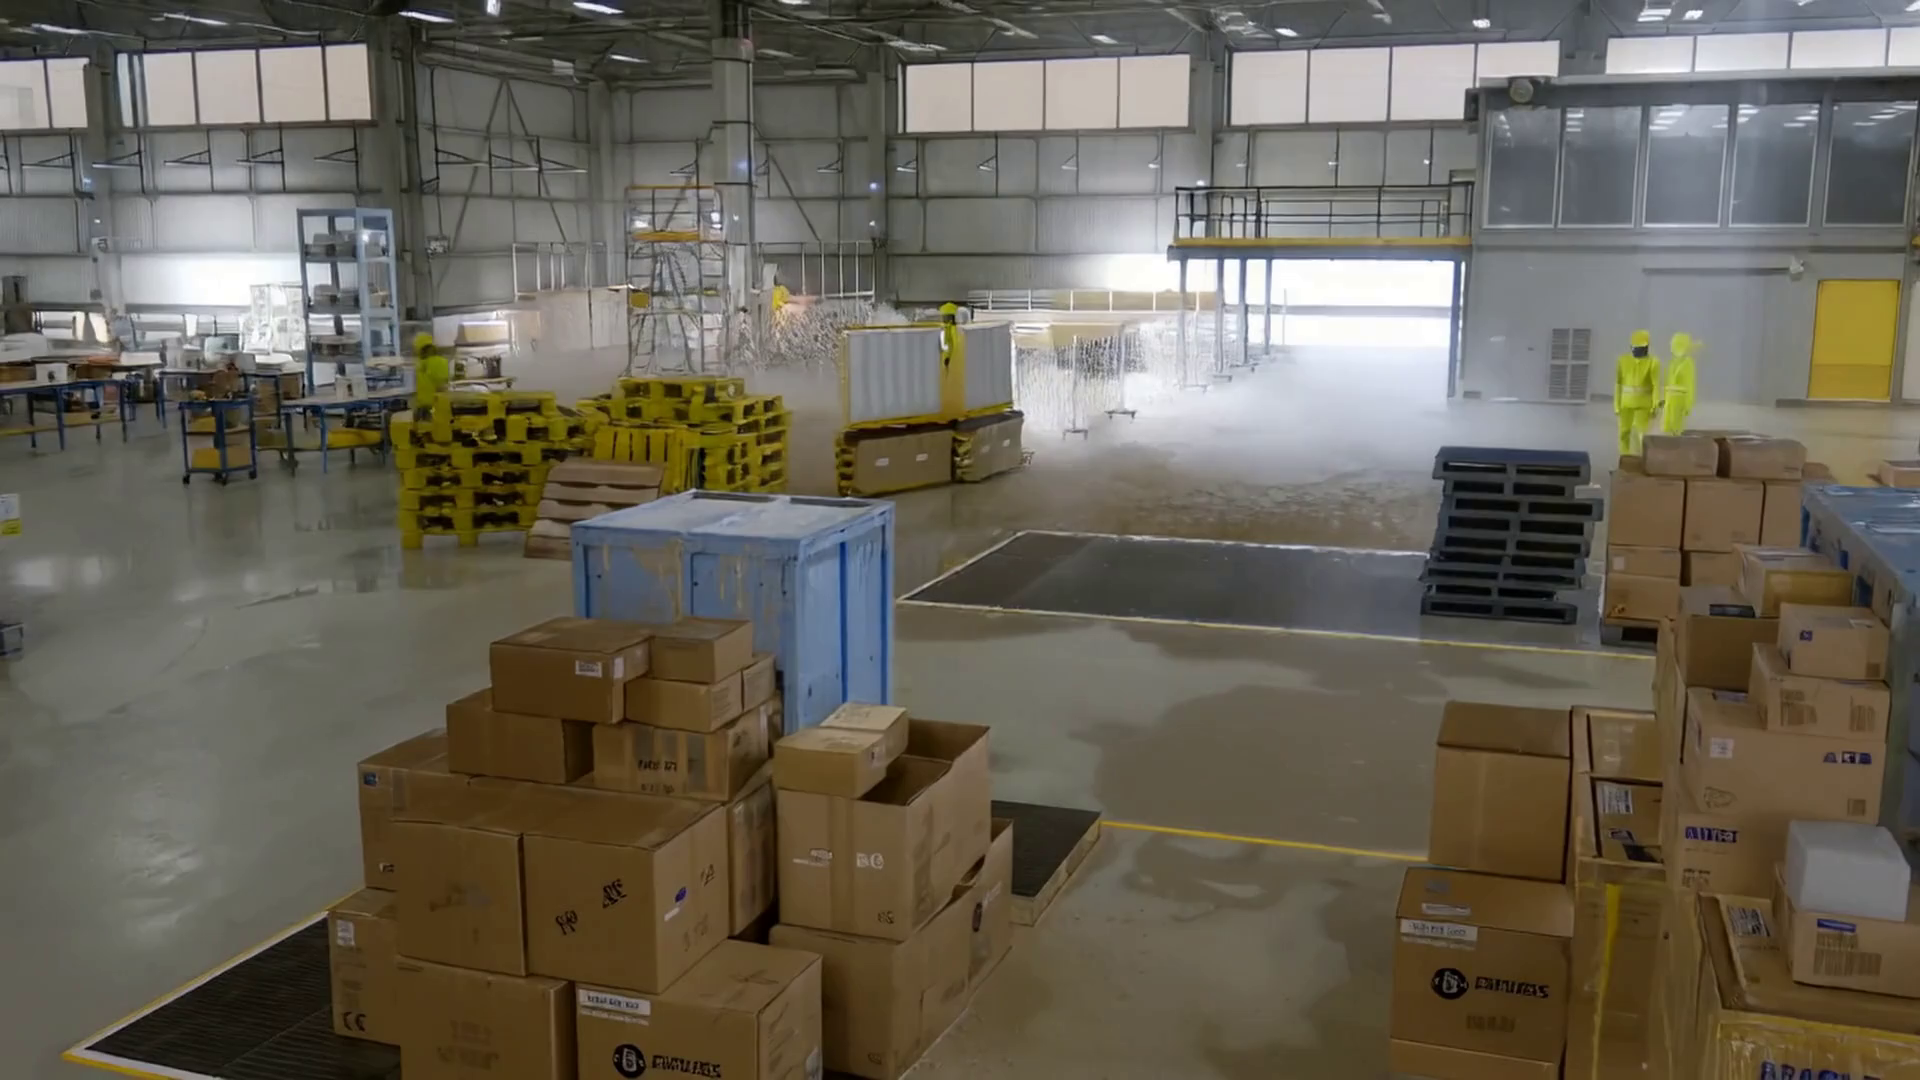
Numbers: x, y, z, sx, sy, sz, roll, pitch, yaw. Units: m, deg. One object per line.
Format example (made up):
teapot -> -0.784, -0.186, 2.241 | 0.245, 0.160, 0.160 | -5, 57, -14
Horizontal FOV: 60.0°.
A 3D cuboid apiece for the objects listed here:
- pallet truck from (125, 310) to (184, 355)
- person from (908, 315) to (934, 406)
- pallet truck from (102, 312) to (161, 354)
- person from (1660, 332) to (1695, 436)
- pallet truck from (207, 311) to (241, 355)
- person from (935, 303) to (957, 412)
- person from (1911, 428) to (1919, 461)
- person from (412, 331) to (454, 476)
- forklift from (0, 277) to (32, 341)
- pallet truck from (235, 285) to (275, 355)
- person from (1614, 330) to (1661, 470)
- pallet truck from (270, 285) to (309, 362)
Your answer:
pallet truck -> -22.038, -5.665, 45.457 | 0.704, 1.261, 1.522 | 3, 11, 17
person -> -0.724, -3.401, 31.539 | 0.509, 1.692, 0.885 | 2, 10, 12
pallet truck -> -23.057, -5.777, 46.261 | 0.680, 1.201, 1.601 | 3, 11, 19
person -> 9.926, -1.931, 22.861 | 0.871, 1.859, 0.579 | 1, 10, 5
pallet truck -> -19.537, -5.575, 44.913 | 0.653, 1.274, 1.630 | 3, 11, 19
person -> -0.251, -3.322, 30.306 | 0.393, 1.985, 0.611 | 0, 10, 0
person -> 10.334, -0.958, 17.351 | 0.688, 1.862, 0.442 | 7, 12, 34
person -> -6.958, -1.812, 21.993 | 0.559, 1.914, 0.543 | 3, 10, 15
forklift -> -27.151, -6.329, 46.328 | 1.157, 1.987, 2.680 | 3, 11, 17
pallet truck -> -18.327, -5.835, 44.421 | 0.823, 1.965, 1.885 | 4, 11, 23
person -> 8.769, -1.749, 21.578 | 0.544, 1.939, 0.353 | 7, 12, 36
pallet truck -> -17.147, -5.700, 43.663 | 0.823, 1.965, 1.885 | 3, 11, 17
